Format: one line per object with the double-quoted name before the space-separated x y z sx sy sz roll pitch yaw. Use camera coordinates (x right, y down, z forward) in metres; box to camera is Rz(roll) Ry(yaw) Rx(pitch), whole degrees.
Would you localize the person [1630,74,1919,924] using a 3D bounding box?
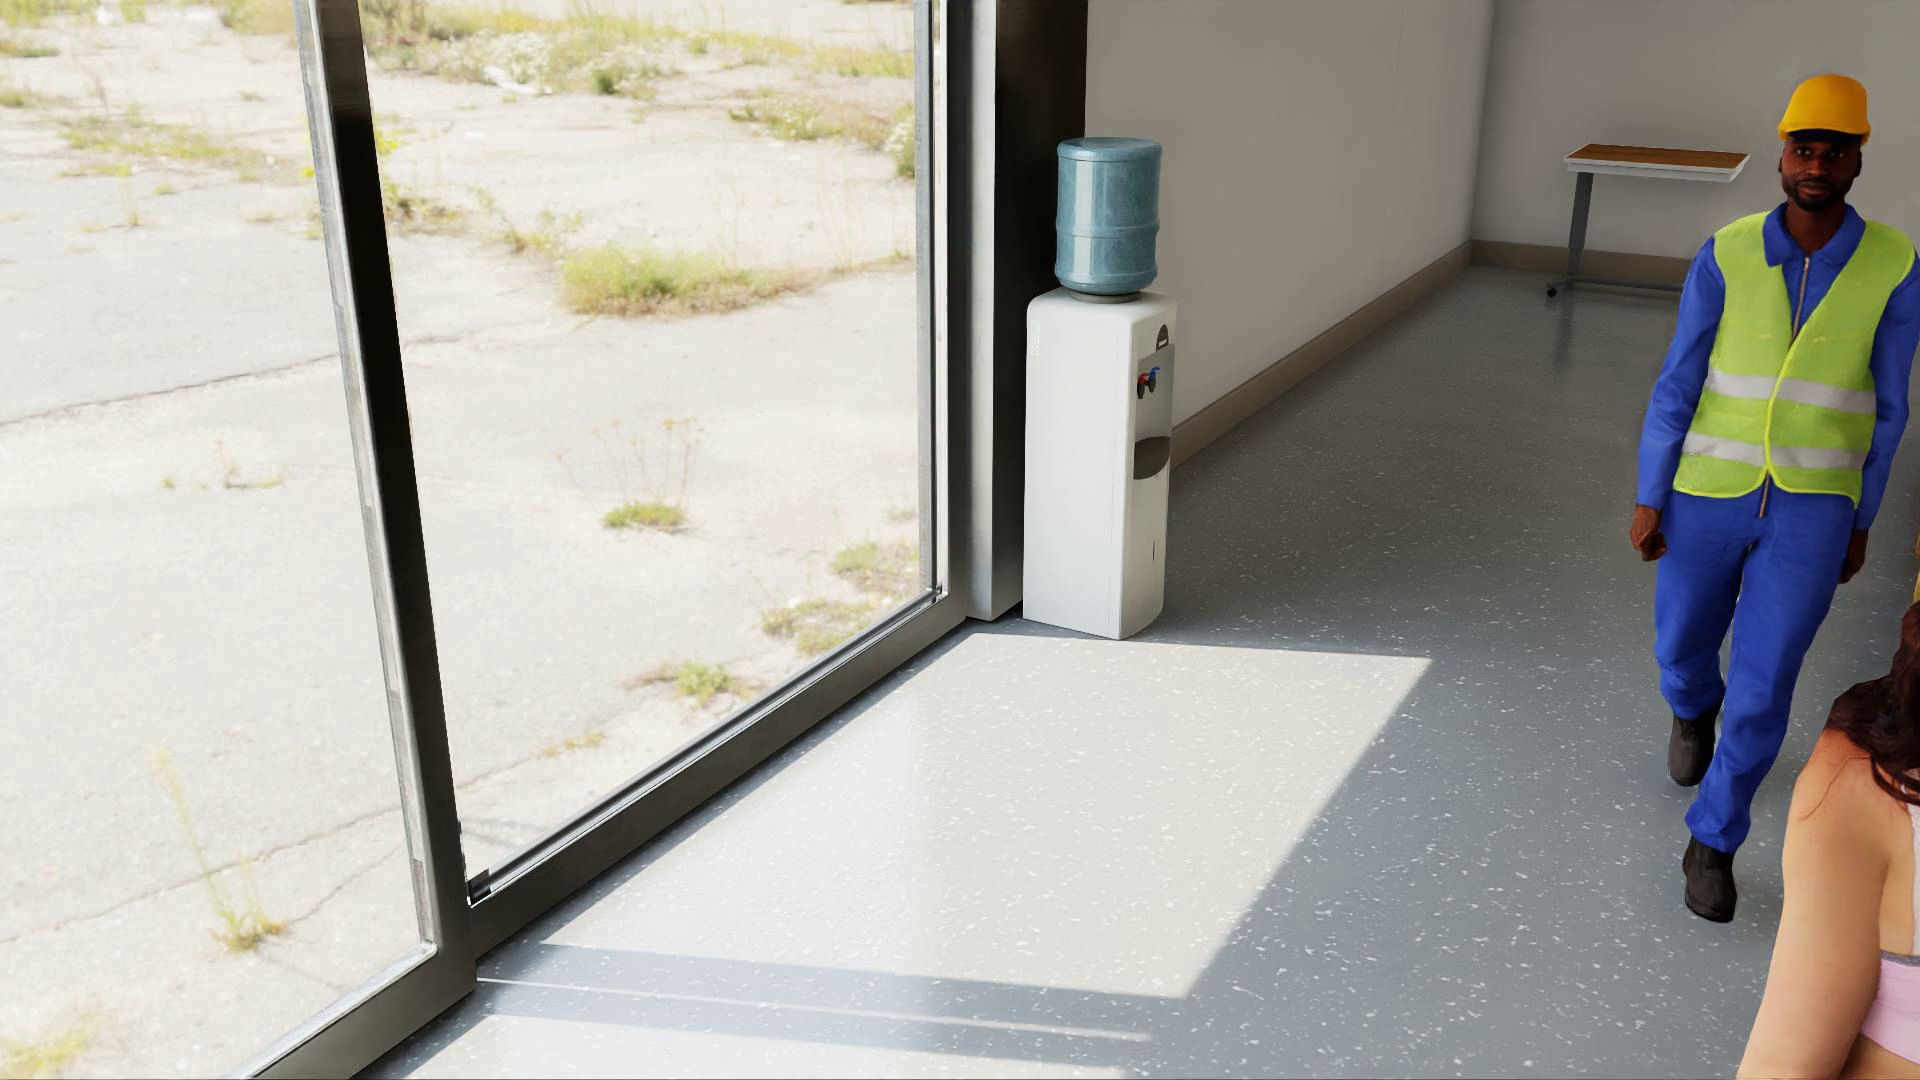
"person" 1.810 -0.111 3.763 1.092 1.787 0.797 9 23 23
